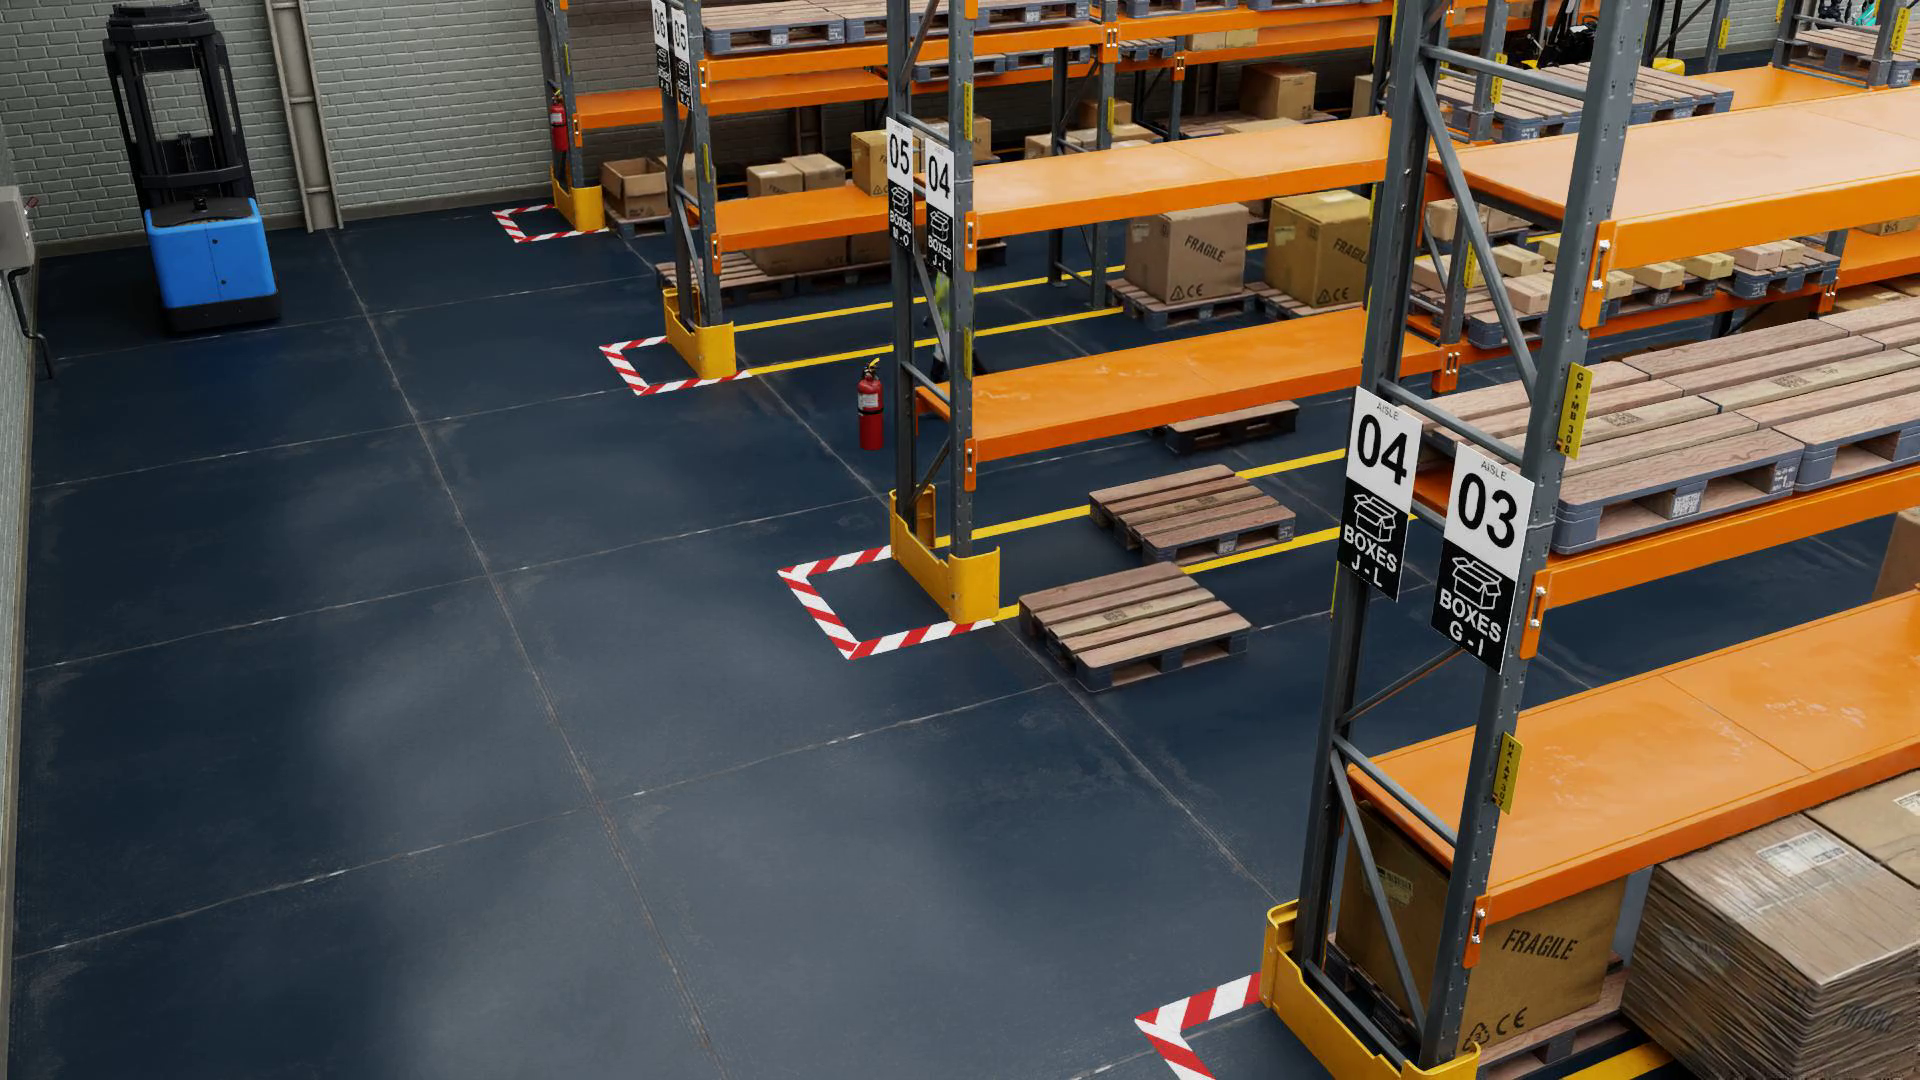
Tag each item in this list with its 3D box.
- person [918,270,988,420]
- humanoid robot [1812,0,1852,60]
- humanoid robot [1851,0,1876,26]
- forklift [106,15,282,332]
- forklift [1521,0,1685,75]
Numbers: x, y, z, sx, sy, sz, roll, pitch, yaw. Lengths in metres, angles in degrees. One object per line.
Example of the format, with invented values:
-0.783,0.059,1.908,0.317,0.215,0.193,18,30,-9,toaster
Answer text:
-0.066,-1.819,14.083,0.917,1.647,0.530,-5,28,-9,person
13.865,-8.303,26.458,0.315,1.657,0.599,-12,30,-22,humanoid robot
14.727,-8.645,26.924,0.735,1.673,0.533,-12,30,-22,humanoid robot
-7.548,-3.672,16.323,1.129,2.768,1.873,-12,30,-22,forklift
8.950,-6.807,23.056,1.214,2.155,2.313,-12,30,-22,forklift
